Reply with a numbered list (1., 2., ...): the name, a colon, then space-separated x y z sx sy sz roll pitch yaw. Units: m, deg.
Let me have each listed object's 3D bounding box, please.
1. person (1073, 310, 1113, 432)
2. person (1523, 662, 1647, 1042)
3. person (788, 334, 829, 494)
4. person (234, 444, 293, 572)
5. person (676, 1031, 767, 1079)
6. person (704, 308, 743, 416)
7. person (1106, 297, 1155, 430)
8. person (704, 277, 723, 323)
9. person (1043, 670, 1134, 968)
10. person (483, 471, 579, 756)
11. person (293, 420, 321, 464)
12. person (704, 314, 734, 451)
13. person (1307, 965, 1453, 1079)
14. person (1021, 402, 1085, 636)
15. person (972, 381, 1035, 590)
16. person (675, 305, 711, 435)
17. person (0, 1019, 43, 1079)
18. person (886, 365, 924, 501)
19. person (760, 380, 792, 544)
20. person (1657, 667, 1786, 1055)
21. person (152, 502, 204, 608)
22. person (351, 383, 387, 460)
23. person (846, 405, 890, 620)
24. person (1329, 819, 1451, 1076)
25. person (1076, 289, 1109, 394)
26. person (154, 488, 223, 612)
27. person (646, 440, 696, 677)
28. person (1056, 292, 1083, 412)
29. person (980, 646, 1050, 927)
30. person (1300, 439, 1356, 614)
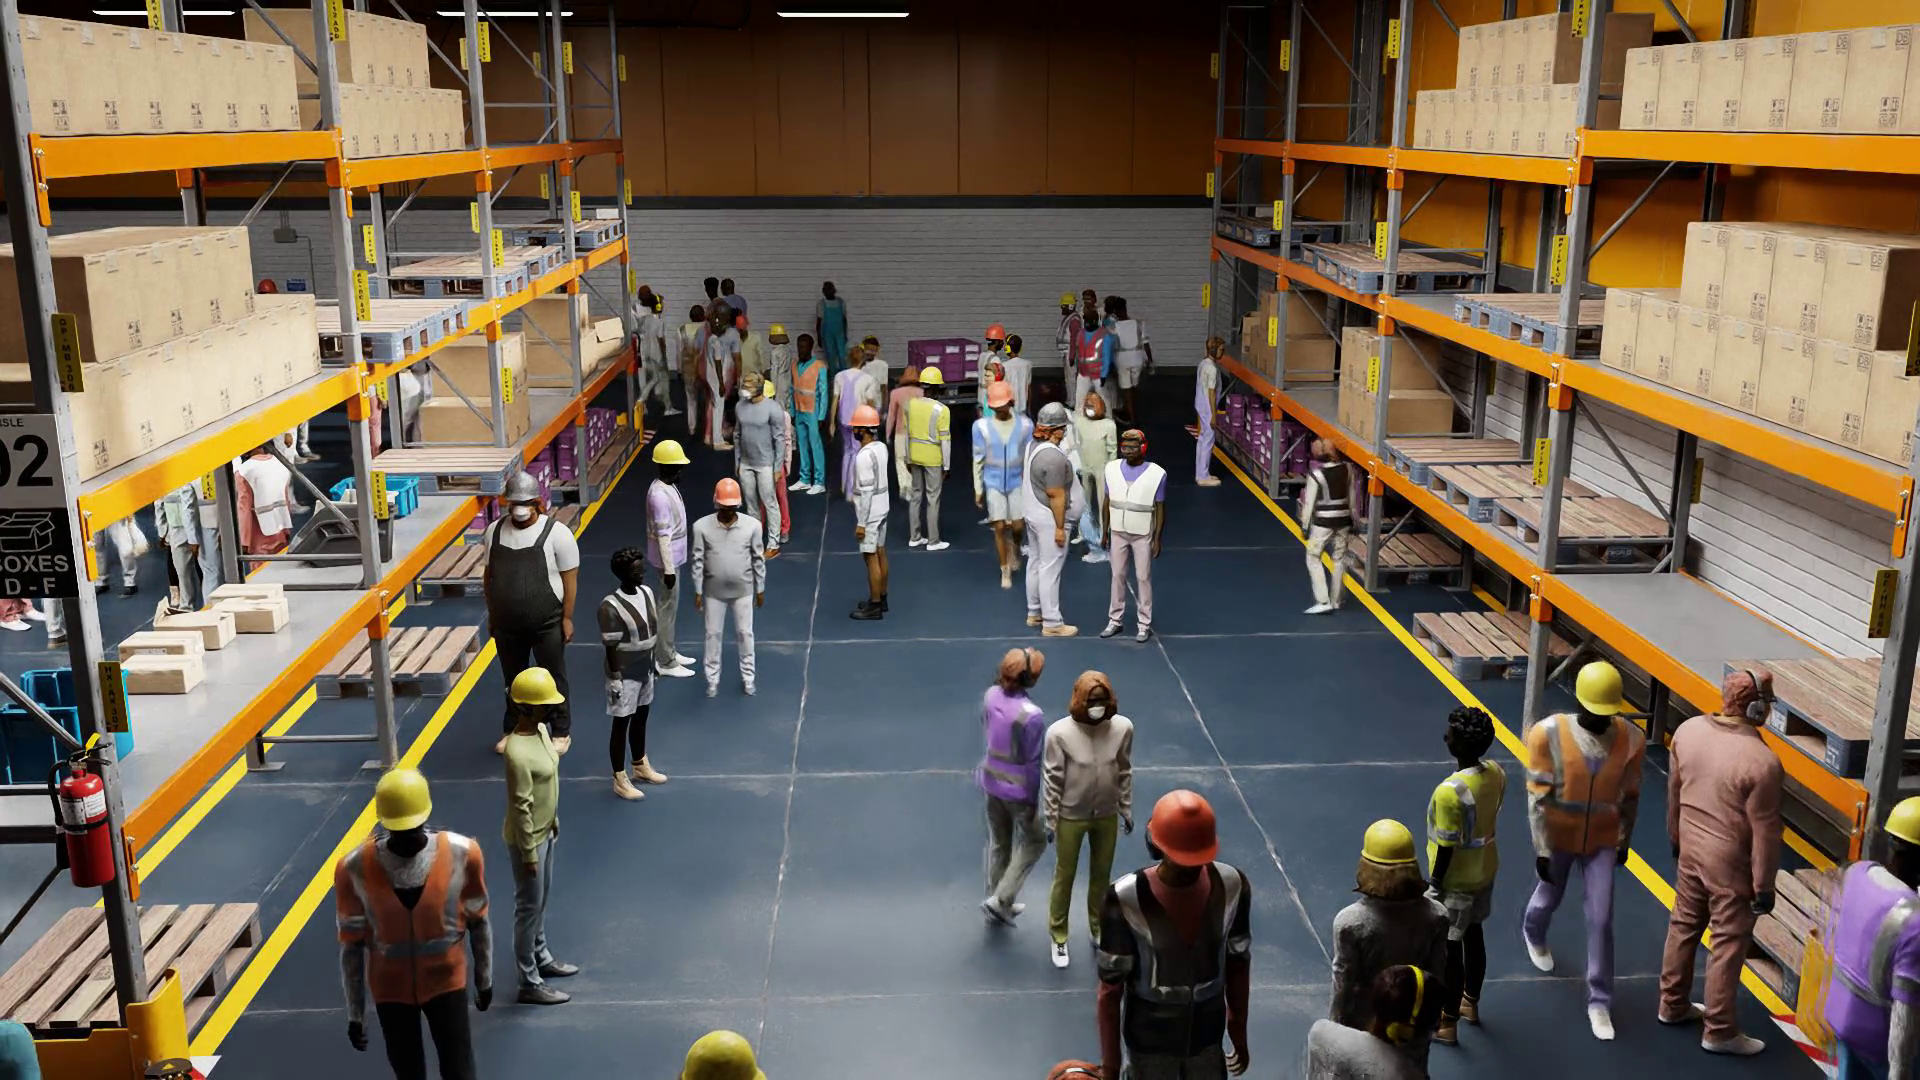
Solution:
1. person: 1.882 -2.346 23.430 0.631 1.802 0.951 11 18 36
2. person: 3.105 1.449 8.393 0.582 1.872 0.900 2 14 7
3. person: -1.814 -1.512 19.907 0.605 1.917 0.384 13 19 42
4. person: -5.934 -0.064 14.247 0.402 1.907 0.597 4 15 14
5. person: -0.737 2.323 5.209 0.322 1.737 0.485 5 15 18
6. person: -3.461 -2.664 24.983 0.939 1.618 0.541 -7 16 -27
7. person: 2.420 -2.540 23.980 0.678 1.891 0.985 -3 15 -12
8. person: -3.864 -3.186 26.378 0.367 1.961 0.609 1 14 4
9. person: 0.680 1.461 8.795 0.507 1.631 0.267 -5 15 -17
10. person: -3.037 0.524 11.661 0.688 2.000 0.538 2 14 9
11. person: -8.624 -1.931 21.629 0.341 1.876 0.578 3 15 13
12. person: -3.274 -2.133 22.482 0.328 1.844 0.514 -5 15 -20
13. person: 1.327 2.206 5.540 0.522 1.804 0.857 8 16 29
14. person: 0.815 -0.196 14.489 0.536 2.000 0.680 -4 15 -17
15. person: 0.420 -0.541 15.907 0.638 2.008 0.608 0 14 -2
16. person: -3.701 -2.413 23.588 0.636 1.842 0.429 -2 14 -9
17. person: -3.249 2.136 5.459 0.633 1.974 0.472 -3 15 -12
18. person: -0.585 -1.219 19.347 0.546 1.608 0.537 -1 14 -5
19. person: -2.025 -0.818 17.502 0.525 1.758 0.352 1 14 5
20. person: 3.690 1.525 8.001 0.403 1.906 0.651 -5 15 -18
21. person: -7.144 -0.229 15.296 0.539 1.700 0.317 -9 17 -32
22. person: -7.562 -1.873 21.189 0.616 1.986 0.407 3 15 13
23. person: -0.825 -0.243 14.875 0.371 1.939 0.543 4 15 15
24. person: 1.693 1.947 6.684 0.484 1.738 0.305 -3 15 -11
25. person: 2.038 -2.980 25.844 0.574 1.830 0.410 8 17 30
26. person: -6.624 -0.098 14.346 0.599 1.917 0.377 1 14 2
27. person: -2.325 0.142 13.387 0.368 1.926 0.594 -2 14 -7
28. person: 1.671 -2.864 25.399 0.403 1.825 0.594 -2 14 -6
29. person: 0.300 1.366 9.192 0.365 1.626 0.531 -11 18 -37
30. person: 3.351 -0.117 15.047 0.591 1.615 0.374 -6 16 -24
